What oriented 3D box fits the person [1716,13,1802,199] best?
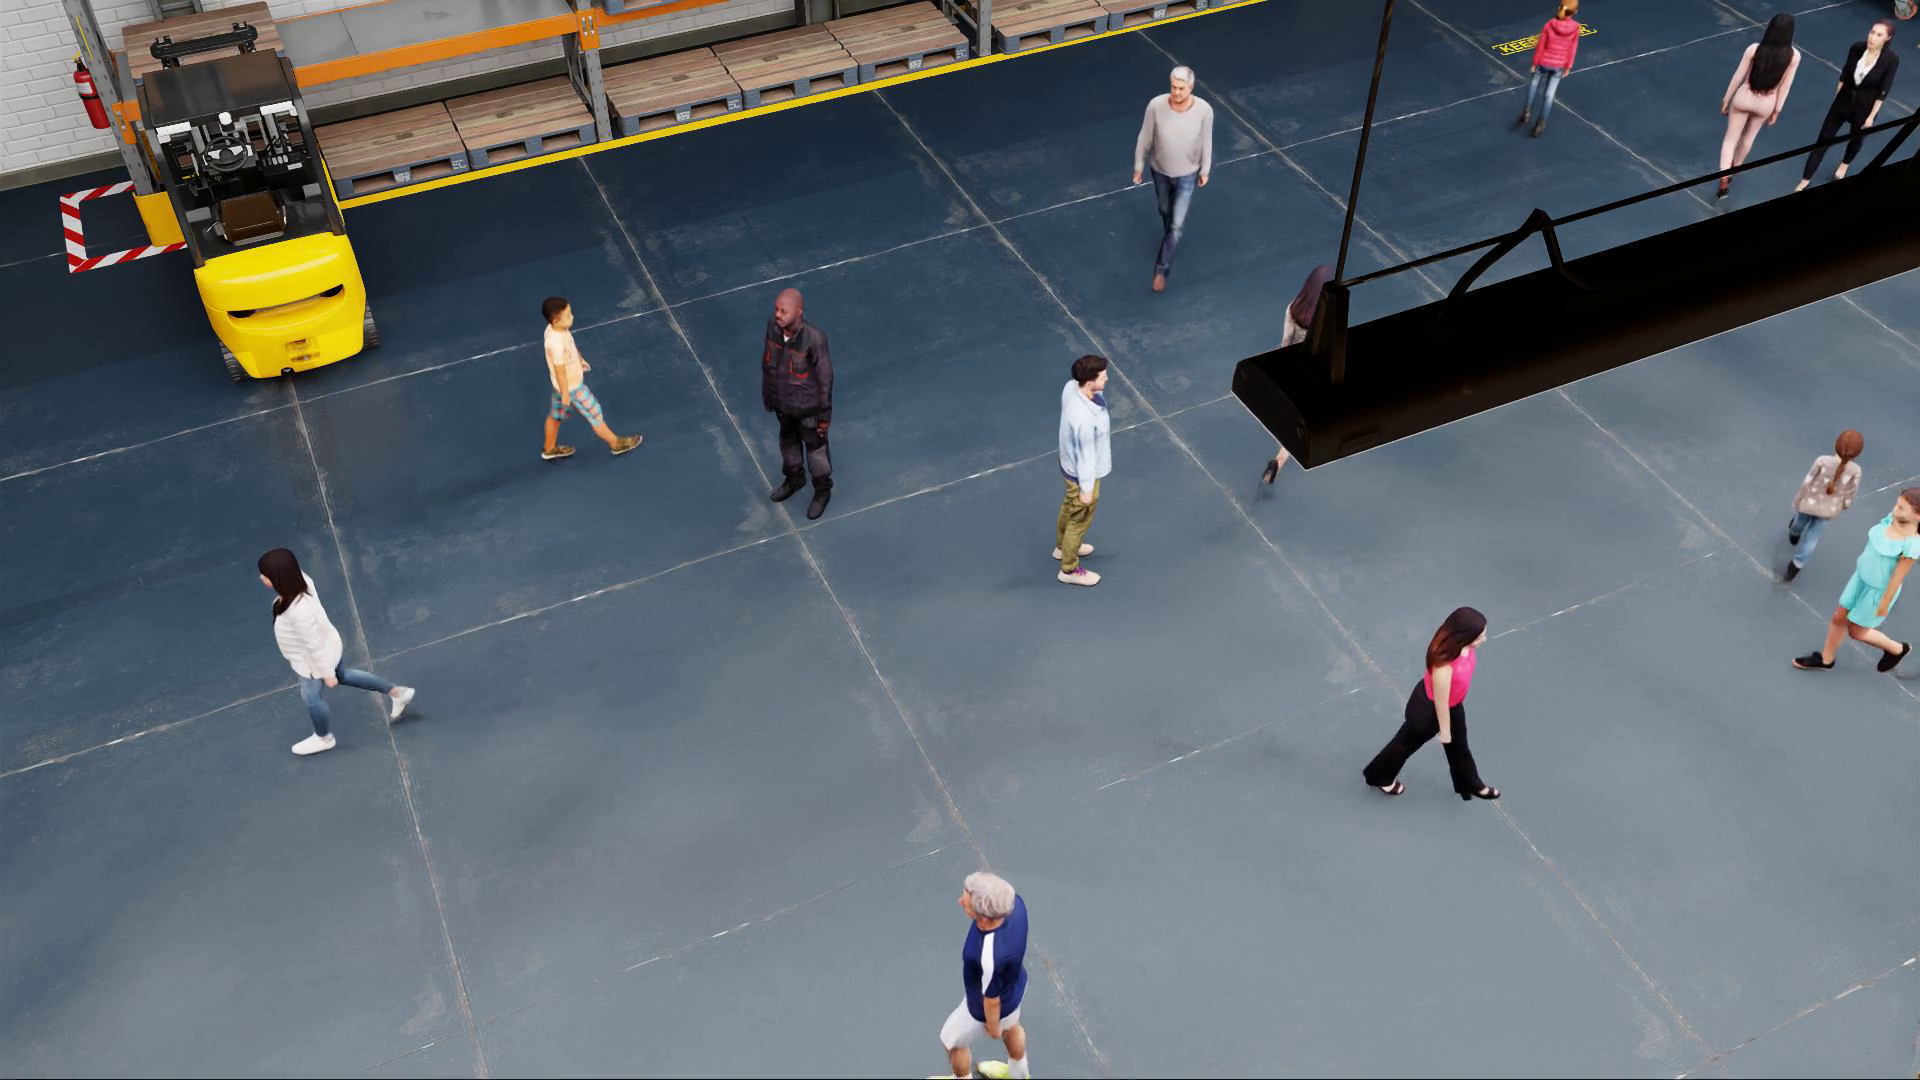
[{"bbox_3d":[6.917,-3.750,14.534,1.029,1.703,1.076,12,45,13],"label":"person"}]

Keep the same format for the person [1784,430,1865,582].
[{"bbox_3d":[5.796,-0.214,11.213,0.781,1.164,0.883,20,47,20],"label":"person"}]

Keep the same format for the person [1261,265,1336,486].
[{"bbox_3d":[2.433,-1.131,11.777,0.889,1.715,1.161,31,52,28],"label":"person"}]

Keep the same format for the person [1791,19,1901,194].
[{"bbox_3d":[7.942,-3.823,14.676,1.144,1.612,0.839,-33,53,-30],"label":"person"}]

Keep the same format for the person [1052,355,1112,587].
[{"bbox_3d":[0.795,-0.480,11.025,0.699,1.809,0.750,-3,44,-3],"label":"person"}]

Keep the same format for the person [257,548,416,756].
[{"bbox_3d":[-3.784,0.638,9.991,1.023,1.617,0.659,-15,46,-15],"label":"person"}]

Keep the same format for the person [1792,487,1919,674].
[{"bbox_3d":[5.800,0.289,10.411,0.966,1.542,0.811,3,44,4],"label":"person"}]

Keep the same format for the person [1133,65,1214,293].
[{"bbox_3d":[1.781,-3.072,13.711,1.263,1.856,1.323,14,45,15],"label":"person"}]

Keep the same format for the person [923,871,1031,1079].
[{"bbox_3d":[0.246,2.220,8.182,0.931,1.820,0.863,11,45,12],"label":"person"}]

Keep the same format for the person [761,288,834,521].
[{"bbox_3d":[-1.103,-0.999,11.558,0.801,1.825,0.813,22,48,22],"label":"person"}]

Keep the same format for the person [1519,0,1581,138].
[{"bbox_3d":[5.504,-4.408,15.520,0.662,1.295,0.721,13,45,13],"label":"person"}]

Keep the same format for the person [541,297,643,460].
[{"bbox_3d":[-2.893,-1.124,11.979,0.987,1.426,0.620,-13,45,-13],"label":"person"}]

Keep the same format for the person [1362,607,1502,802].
[{"bbox_3d":[2.669,0.960,9.644,1.041,1.628,1.036,18,46,18],"label":"person"}]
